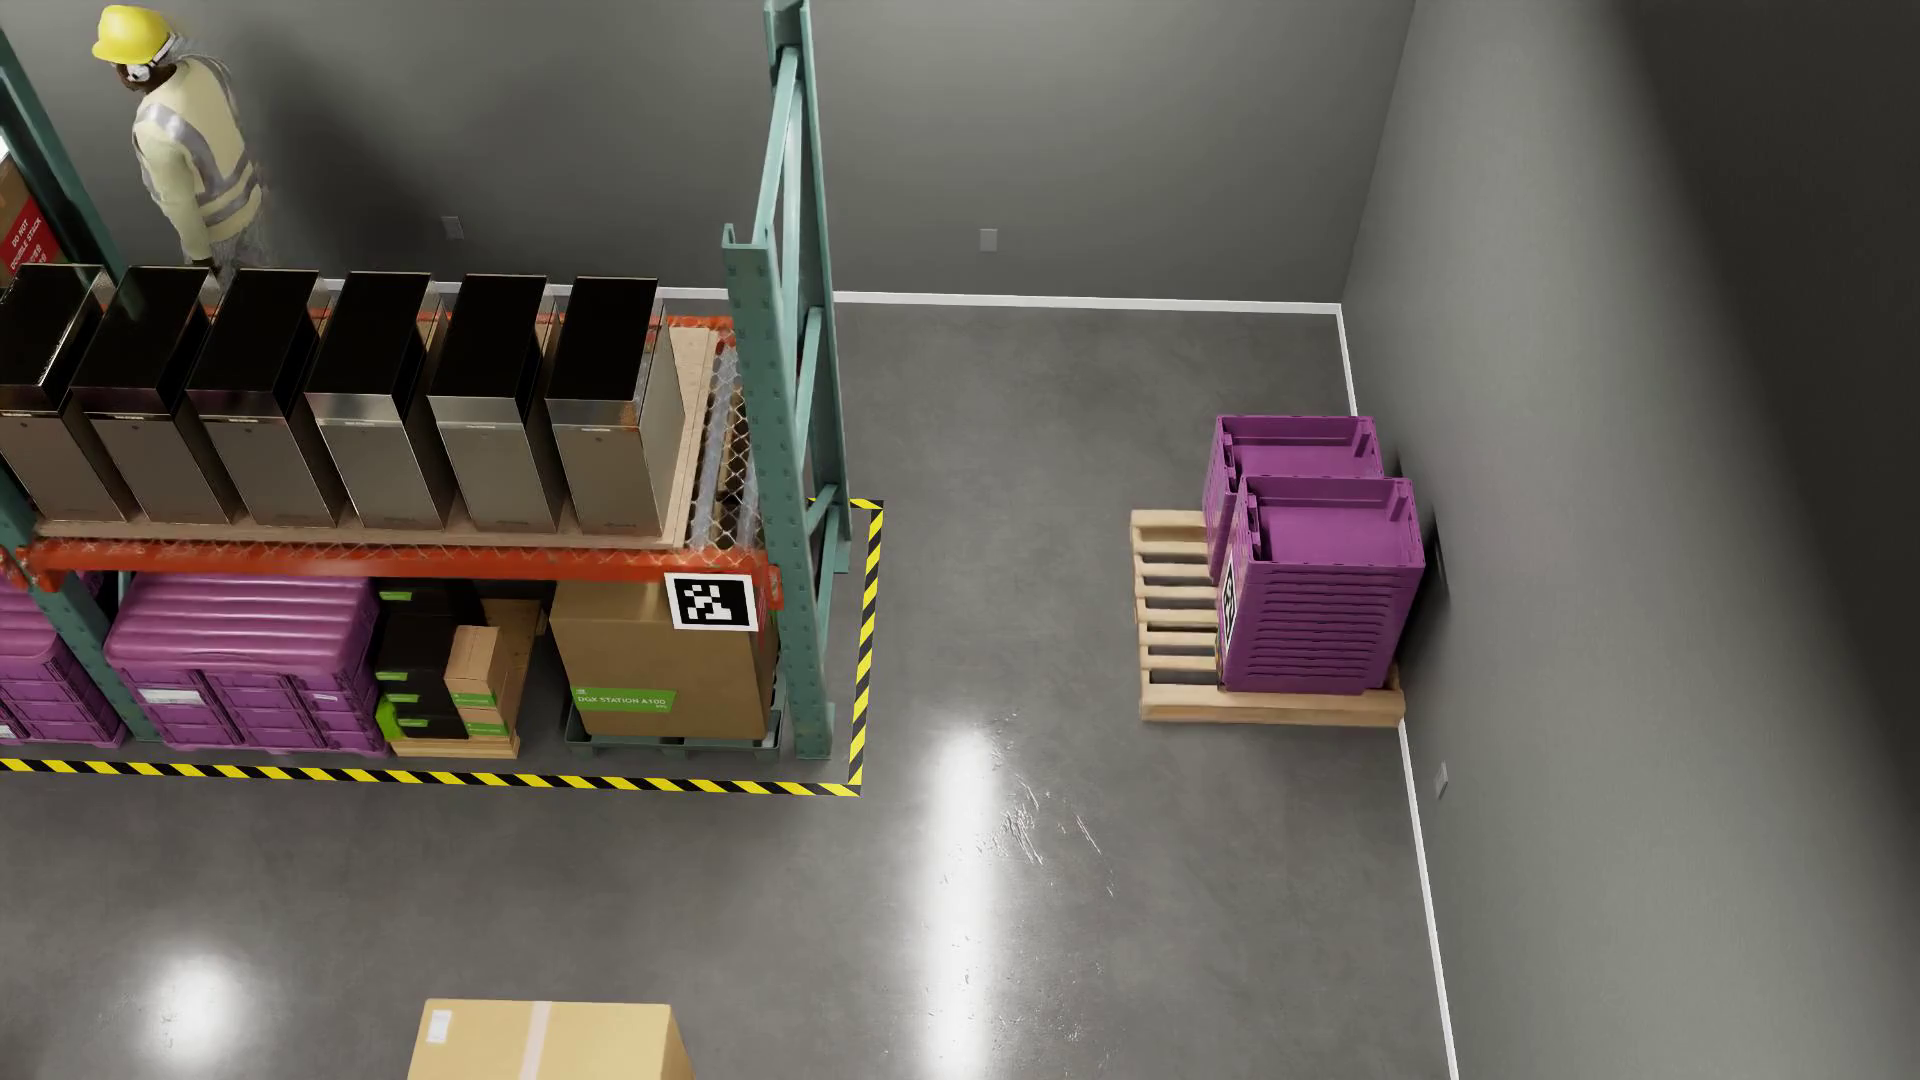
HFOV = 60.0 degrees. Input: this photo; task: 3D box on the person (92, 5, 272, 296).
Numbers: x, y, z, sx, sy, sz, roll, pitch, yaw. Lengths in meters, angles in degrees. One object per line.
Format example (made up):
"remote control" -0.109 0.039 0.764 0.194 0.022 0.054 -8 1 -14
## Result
"person" -3.055 -1.392 6.860 0.466 1.820 0.614 3 52 2
